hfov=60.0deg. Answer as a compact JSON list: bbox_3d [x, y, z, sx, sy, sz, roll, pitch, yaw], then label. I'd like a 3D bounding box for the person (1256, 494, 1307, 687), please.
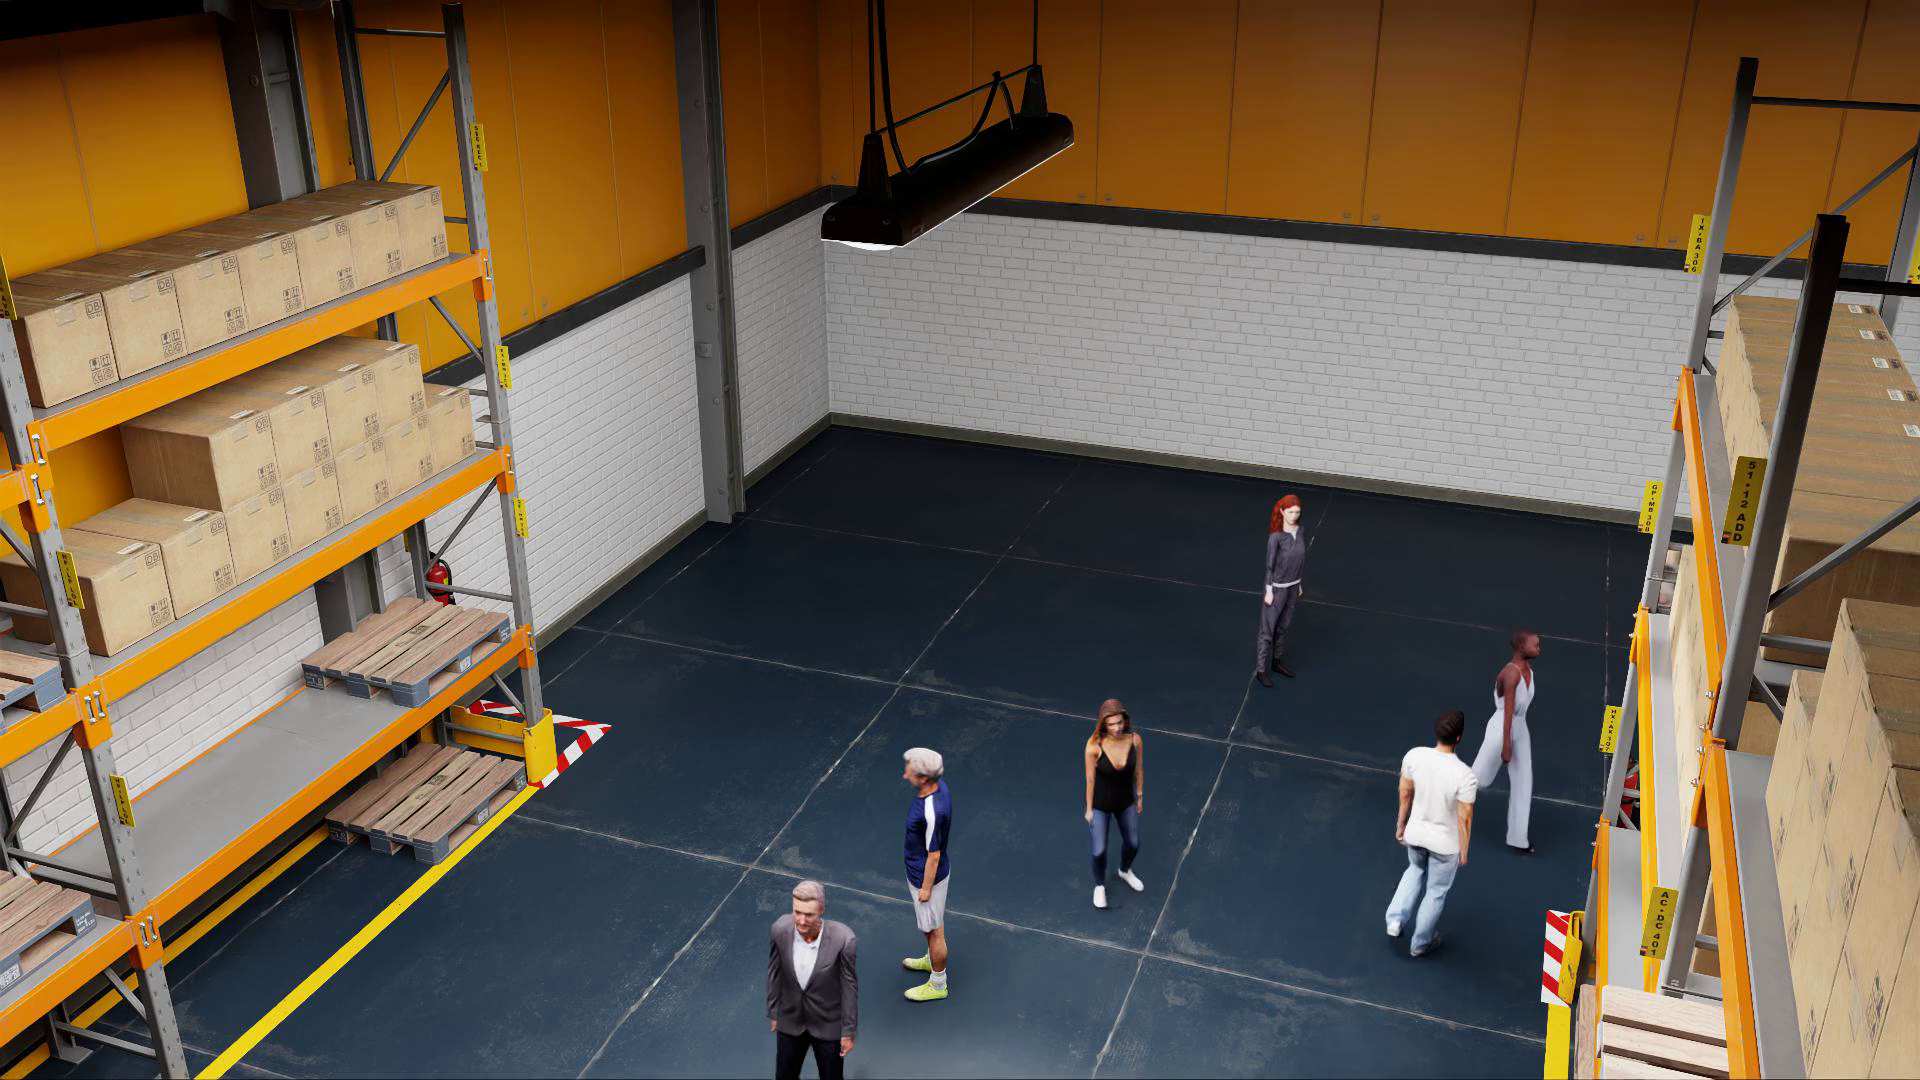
[{"bbox_3d":[2.850,0.425,14.725,0.610,1.781,0.709,-16,28,-32],"label":"person"}]

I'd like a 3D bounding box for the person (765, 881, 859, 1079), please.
[{"bbox_3d":[-0.811,2.699,9.460,0.774,1.832,0.717,6,24,13],"label":"person"}]

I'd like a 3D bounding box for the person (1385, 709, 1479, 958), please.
[{"bbox_3d":[3.101,1.990,11.055,0.858,1.852,0.818,-20,30,-38],"label":"person"}]

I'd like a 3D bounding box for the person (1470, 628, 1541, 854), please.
[{"bbox_3d":[3.961,1.468,12.384,0.905,1.744,1.127,19,30,36],"label":"person"}]

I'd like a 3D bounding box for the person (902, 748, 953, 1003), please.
[{"bbox_3d":[-0.203,2.133,10.753,0.771,1.832,0.632,-1,24,-2],"label":"person"}]

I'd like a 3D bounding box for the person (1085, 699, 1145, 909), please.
[{"bbox_3d":[1.056,1.816,11.652,0.806,1.693,0.848,-11,26,-23],"label":"person"}]
